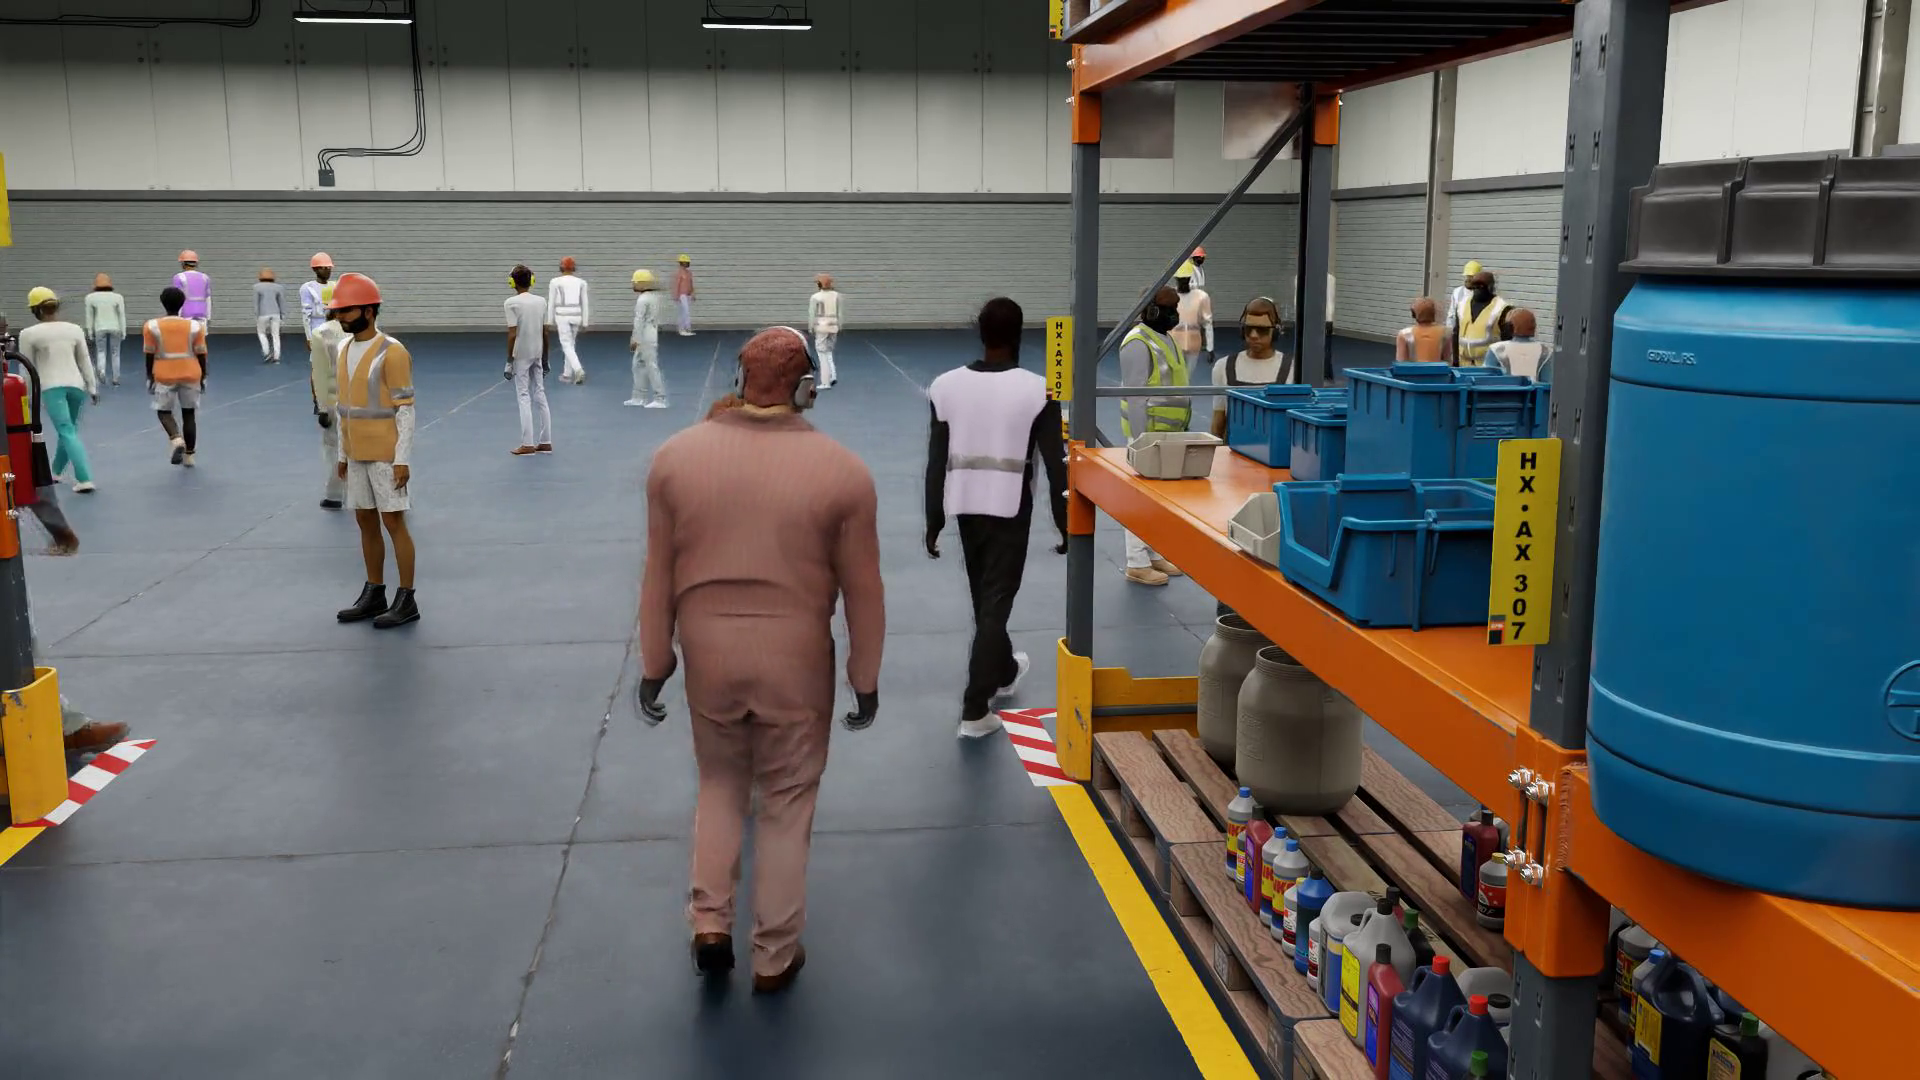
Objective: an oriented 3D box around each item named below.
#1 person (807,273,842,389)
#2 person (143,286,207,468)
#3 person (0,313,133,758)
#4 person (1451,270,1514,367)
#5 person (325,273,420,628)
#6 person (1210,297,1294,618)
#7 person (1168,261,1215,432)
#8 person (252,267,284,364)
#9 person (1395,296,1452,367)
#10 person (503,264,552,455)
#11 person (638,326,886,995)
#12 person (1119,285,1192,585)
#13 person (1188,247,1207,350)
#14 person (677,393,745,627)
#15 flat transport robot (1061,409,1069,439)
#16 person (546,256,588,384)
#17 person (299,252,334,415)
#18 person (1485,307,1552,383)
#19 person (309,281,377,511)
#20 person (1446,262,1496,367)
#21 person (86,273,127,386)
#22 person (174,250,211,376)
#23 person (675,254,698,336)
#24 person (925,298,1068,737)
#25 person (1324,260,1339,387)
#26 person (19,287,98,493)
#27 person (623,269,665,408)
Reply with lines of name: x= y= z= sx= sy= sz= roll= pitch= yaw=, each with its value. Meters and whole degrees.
person: x=-1.906 y=-2.919 z=23.313 sx=0.537 sy=1.621 sz=0.383 roll=-9 pitch=14 yaw=-42
person: x=-7.180 y=-1.484 z=15.280 sx=0.543 sy=1.679 sz=0.431 roll=-7 pitch=12 yaw=-33
person: x=-3.925 y=-0.021 z=6.745 sx=0.940 sy=1.884 sz=0.628 roll=-1 pitch=10 yaw=-5
person: x=5.299 y=-1.812 z=16.747 sx=0.797 sy=1.812 sz=0.622 roll=-8 pitch=13 yaw=-39
person: x=-3.232 y=-0.482 z=9.100 sx=0.552 sy=1.935 sz=0.373 roll=6 pitch=12 yaw=32
person: x=1.510 y=-0.315 z=8.505 sx=0.542 sy=1.834 sz=0.592 roll=3 pitch=11 yaw=17
person: x=2.473 y=-2.138 z=18.352 sx=0.607 sy=1.878 sz=0.989 roll=-1 pitch=10 yaw=-4
person: x=-11.670 y=-3.784 z=28.079 sx=0.524 sy=1.615 sz=0.487 roll=-8 pitch=13 yaw=-39
person: x=4.048 y=-1.310 z=14.499 sx=0.521 sy=1.619 sz=0.543 roll=0 pitch=10 yaw=-2
person: x=-4.249 y=-1.758 z=16.302 sx=0.312 sy=1.861 sz=0.535 roll=8 pitch=13 yaw=36
person: x=-0.549 y=0.352 z=4.687 sx=0.690 sy=1.886 sz=0.408 roll=2 pitch=10 yaw=10
person: x=1.218 y=-0.656 z=10.320 sx=0.429 sy=1.840 sz=0.636 roll=5 pitch=11 yaw=25
person: x=4.446 y=-4.530 z=31.278 sx=0.344 sy=1.942 sz=0.551 roll=7 pitch=12 yaw=33
person: x=-0.803 y=0.197 z=6.369 sx=0.520 sy=1.580 sz=0.889 roll=3 pitch=11 yaw=13
flat transport robot: x=0.957 y=-1.251 z=17.884 sx=0.652 sy=0.197 sz=1.431 roll=0 pitch=10 yaw=0
person: x=-5.666 y=-3.191 z=24.197 sx=0.578 sy=1.857 sz=0.914 roll=-9 pitch=14 yaw=-40
person: x=-7.632 y=-2.475 z=20.013 sx=0.347 sy=1.943 sz=0.545 roll=7 pitch=12 yaw=33
person: x=4.202 y=-0.948 z=12.539 sx=0.518 sy=1.612 sz=0.763 roll=-1 pitch=10 yaw=-5
person: x=-4.667 y=-1.087 z=12.804 sx=0.840 sy=1.805 sz=0.600 roll=8 pitch=13 yaw=38
person: x=6.399 y=-2.554 z=20.846 sx=0.616 sy=1.830 sz=0.538 roll=8 pitch=13 yaw=38
person: x=-12.118 y=-2.971 z=23.632 sx=0.500 sy=1.621 sz=0.440 roll=-4 pitch=11 yaw=-20
person: x=-11.681 y=-3.434 z=25.361 sx=0.455 sy=1.924 sz=0.602 roll=10 pitch=14 yaw=43
person: x=-5.796 y=-5.227 z=35.614 sx=0.712 sy=1.741 sz=0.547 roll=5 pitch=11 yaw=26
person: x=0.189 y=-0.128 z=7.359 sx=0.622 sy=1.860 sz=1.013 roll=5 pitch=11 yaw=24
person: x=5.077 y=-3.131 z=23.542 sx=0.642 sy=1.952 sz=0.933 roll=8 pitch=13 yaw=37
person: x=-7.610 y=-1.264 z=13.982 sx=0.939 sy=1.704 sz=0.535 roll=7 pitch=12 yaw=33
person: x=-4.006 y=-2.497 z=20.741 sx=0.701 sy=1.720 sz=0.501 roll=0 pitch=10 yaw=0
